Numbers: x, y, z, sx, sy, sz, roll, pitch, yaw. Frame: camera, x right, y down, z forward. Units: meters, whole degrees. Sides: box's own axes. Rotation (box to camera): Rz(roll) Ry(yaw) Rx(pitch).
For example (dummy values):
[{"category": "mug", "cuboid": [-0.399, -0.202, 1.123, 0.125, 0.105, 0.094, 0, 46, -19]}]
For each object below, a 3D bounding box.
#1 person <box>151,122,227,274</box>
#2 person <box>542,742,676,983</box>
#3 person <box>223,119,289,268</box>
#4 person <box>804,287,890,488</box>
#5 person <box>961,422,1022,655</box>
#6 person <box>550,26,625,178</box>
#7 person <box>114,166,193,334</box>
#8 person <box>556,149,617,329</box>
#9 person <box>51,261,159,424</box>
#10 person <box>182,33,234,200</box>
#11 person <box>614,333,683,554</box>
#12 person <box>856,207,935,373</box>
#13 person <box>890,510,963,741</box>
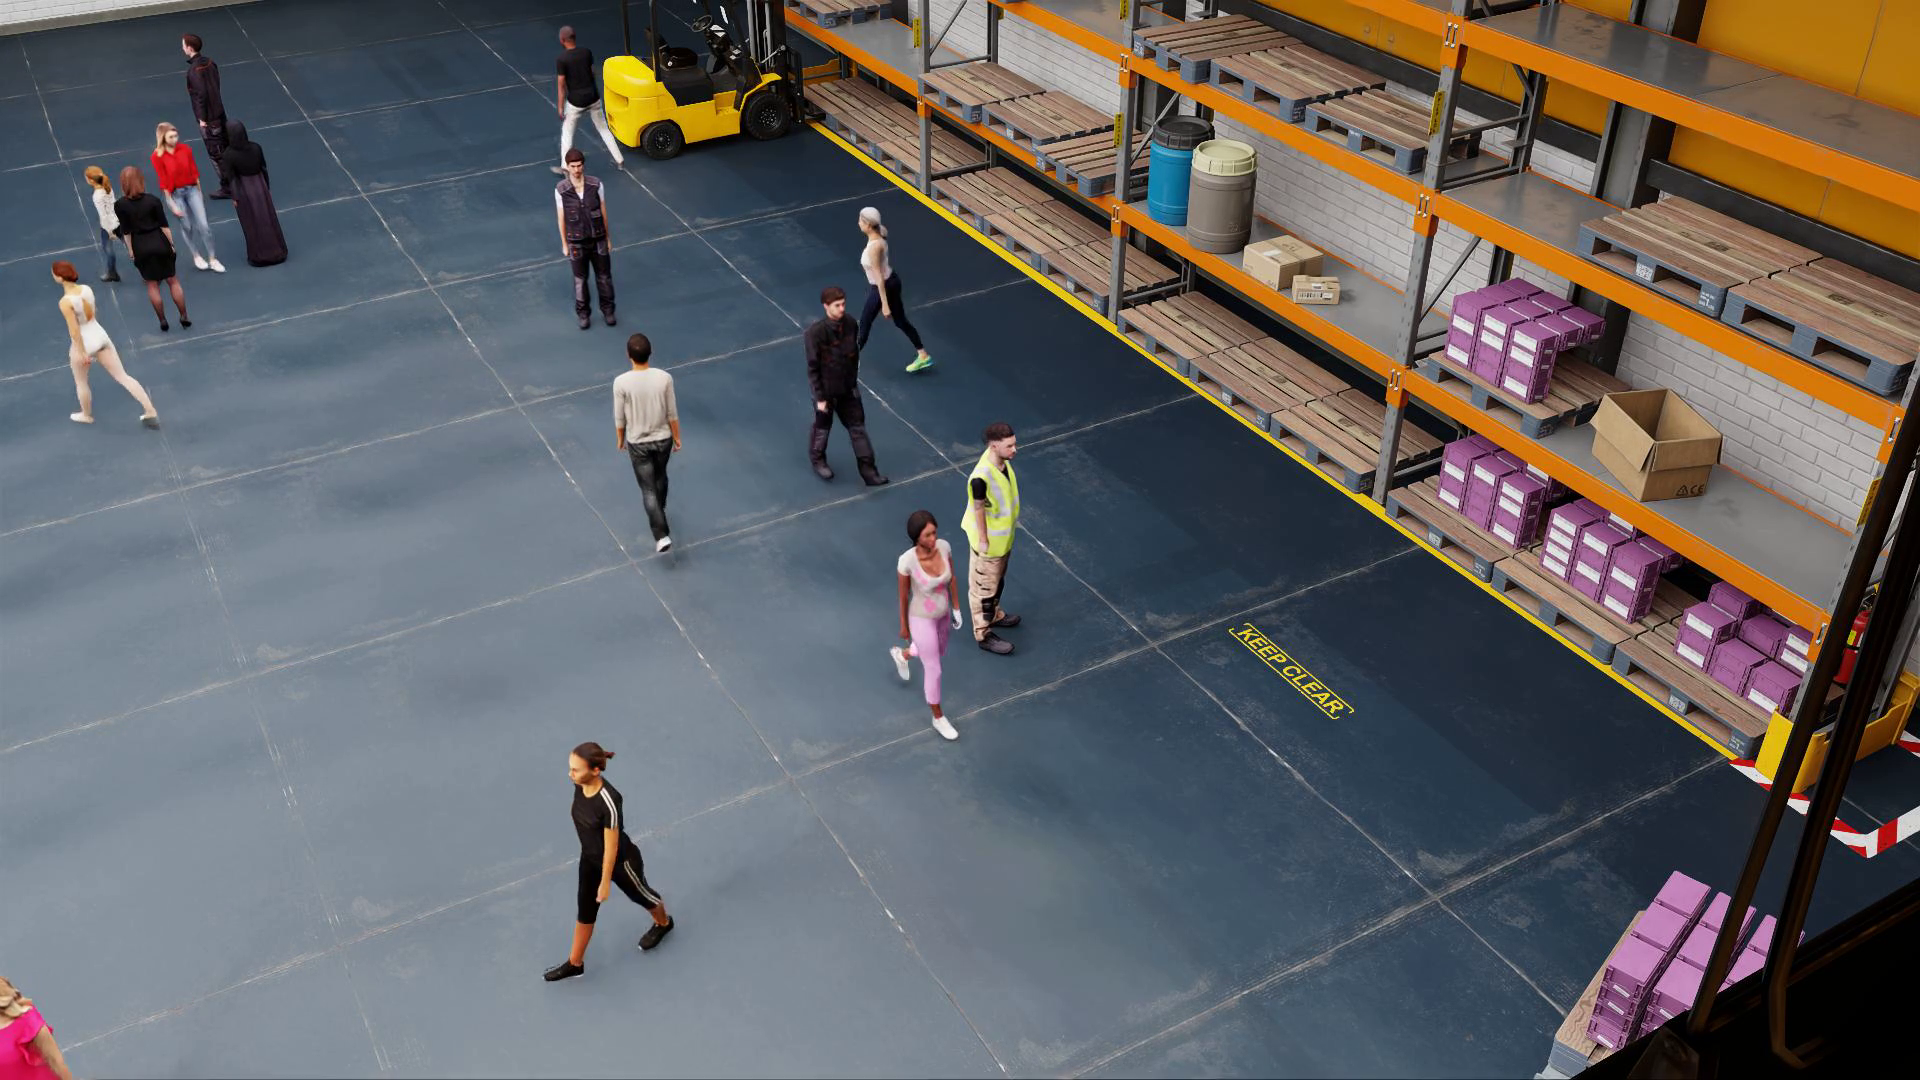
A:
[{"category": "person", "cuboid": [-8.298, -3.649, 17.664, 0.712, 1.674, 0.804, -28, 43, -35]}, {"category": "person", "cuboid": [-1.933, 1.792, 9.522, 0.833, 1.626, 1.069, -28, 43, -35]}, {"category": "person", "cuboid": [-7.612, -3.739, 17.853, 0.667, 1.615, 0.658, 29, 43, 36]}, {"category": "person", "cuboid": [-1.116, -1.297, 14.008, 0.842, 1.804, 1.104, -25, 41, -32]}, {"category": "person", "cuboid": [0.239, -0.054, 12.102, 0.920, 1.844, 0.861, 9, 35, 13]}, {"category": "person", "cuboid": [-4.580, -5.239, 19.976, 1.013, 1.761, 0.877, -24, 41, -32]}, {"category": "person", "cuboid": [-8.001, -2.871, 16.466, 0.616, 1.704, 0.544, -12, 36, -18]}, {"category": "person", "cuboid": [-3.710, -3.004, 16.537, 0.669, 1.847, 0.622, -12, 35, -17]}, {"category": "person", "cuboid": [-7.653, -1.718, 14.822, 1.096, 1.605, 1.008, 10, 35, 15]}, {"category": "person", "cuboid": [-8.757, -4.959, 19.419, 0.840, 1.912, 0.722, 1, 34, 1]}, {"category": "person", "cuboid": [-2.444, -0.734, 13.189, 0.776, 1.773, 1.203, -12, 36, -18]}, {"category": "person", "cuboid": [-0.616, -2.301, 15.665, 1.181, 1.641, 1.227, 1, 34, 1]}, {"category": "person", "cuboid": [-0.254, 0.507, 11.372, 0.694, 1.718, 1.098, -23, 40, -31]}]
